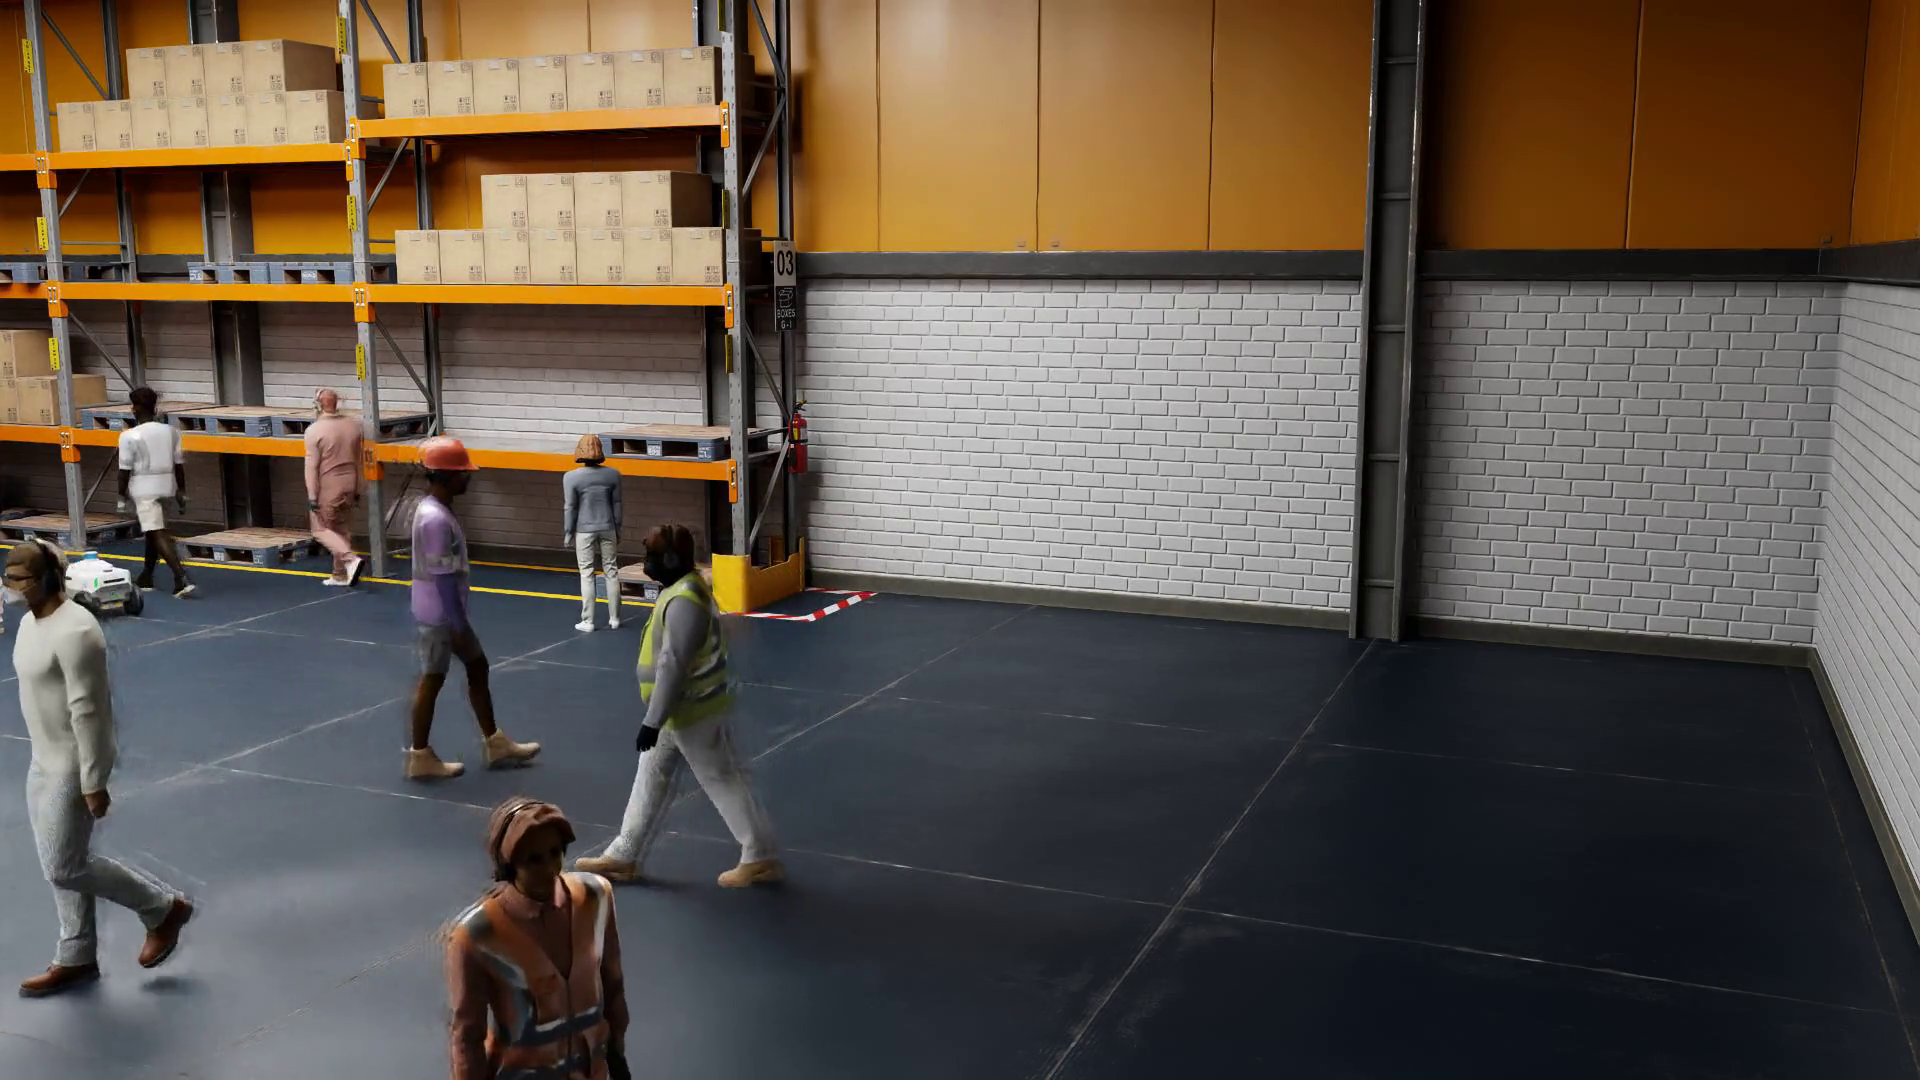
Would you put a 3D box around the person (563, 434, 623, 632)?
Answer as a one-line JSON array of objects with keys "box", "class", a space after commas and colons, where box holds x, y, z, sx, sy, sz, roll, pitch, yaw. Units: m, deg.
[{"box": [-3.022, -0.059, 13.725, 0.498, 1.634, 0.282, -6, 11, -31], "class": "person"}]

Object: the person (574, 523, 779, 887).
[{"box": [-1.346, 0.812, 8.007, 0.979, 1.793, 0.639, -2, 10, -14], "class": "person"}]

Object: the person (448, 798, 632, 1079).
[{"box": [-1.150, 1.467, 4.500, 0.462, 1.622, 0.528, 8, 13, 41], "class": "person"}]

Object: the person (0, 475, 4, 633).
[{"box": [-8.056, -0.194, 13.447, 0.375, 1.997, 0.612, 6, 11, 33], "class": "person"}]

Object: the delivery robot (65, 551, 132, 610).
[{"box": [-7.444, 0.342, 14.277, 0.707, 0.478, 0.477, 7, 11, 35], "class": "delivery robot"}]

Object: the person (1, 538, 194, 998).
[{"box": [-3.627, 0.925, 6.885, 0.548, 1.923, 0.637, -8, 13, -41], "class": "person"}]

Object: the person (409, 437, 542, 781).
[{"box": [-2.854, 0.410, 9.722, 0.884, 2.014, 0.637, -2, 10, -13], "class": "person"}]

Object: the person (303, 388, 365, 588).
[{"box": [-5.771, -0.462, 15.421, 0.609, 1.891, 0.649, 5, 10, 26], "class": "person"}]

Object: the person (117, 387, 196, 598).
[{"box": [-7.325, -0.434, 15.136, 0.982, 1.926, 0.615, 4, 10, 25], "class": "person"}]
